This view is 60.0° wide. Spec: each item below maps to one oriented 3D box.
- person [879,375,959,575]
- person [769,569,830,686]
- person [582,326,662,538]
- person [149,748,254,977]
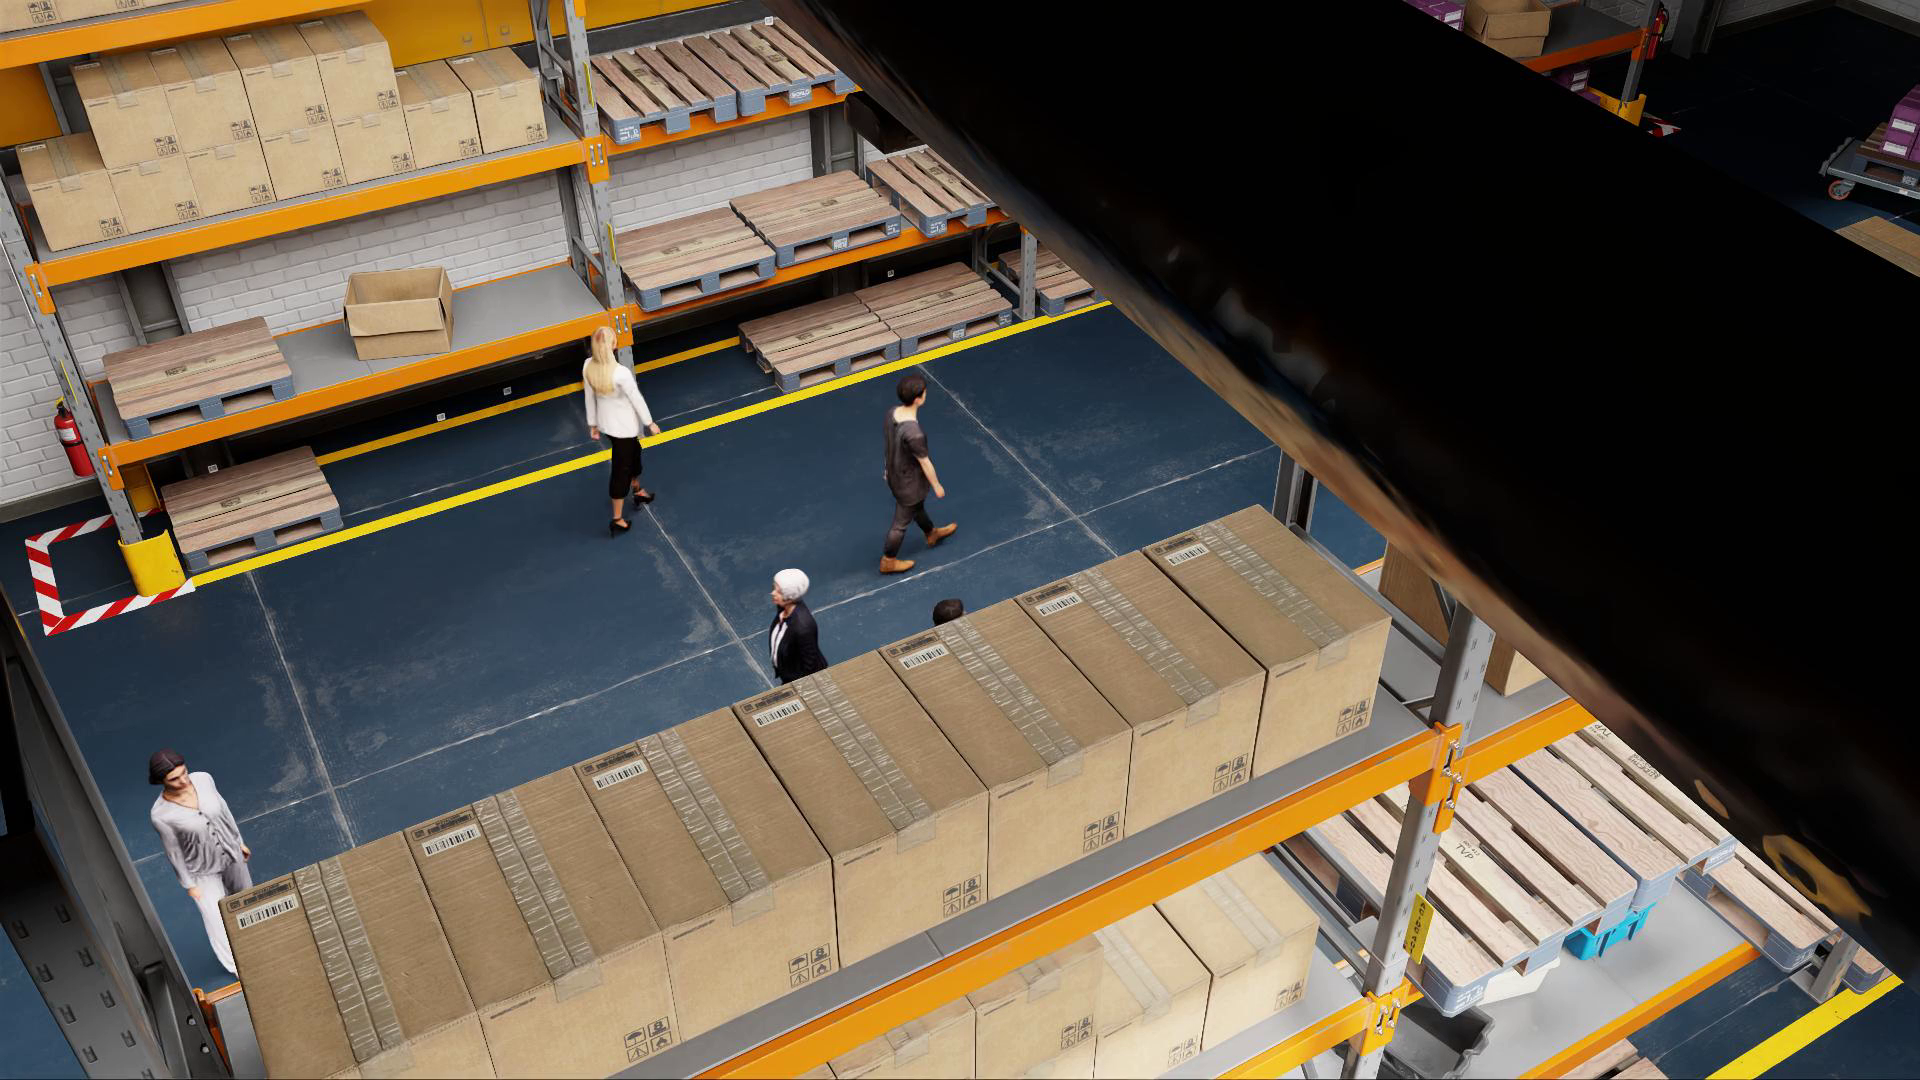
[{"bbox_3d":[-0.472,-0.448,12.555,0.988,1.683,0.695,-15,41,-18],"label":"person"},{"bbox_3d":[-1.025,0.923,10.949,0.635,1.778,0.753,-13,40,-16],"label":"person"},{"bbox_3d":[-2.688,-0.791,12.859,0.815,1.840,0.932,24,44,27],"label":"person"},{"bbox_3d":[-4.345,1.844,9.613,0.727,1.773,0.633,17,42,20],"label":"person"}]
